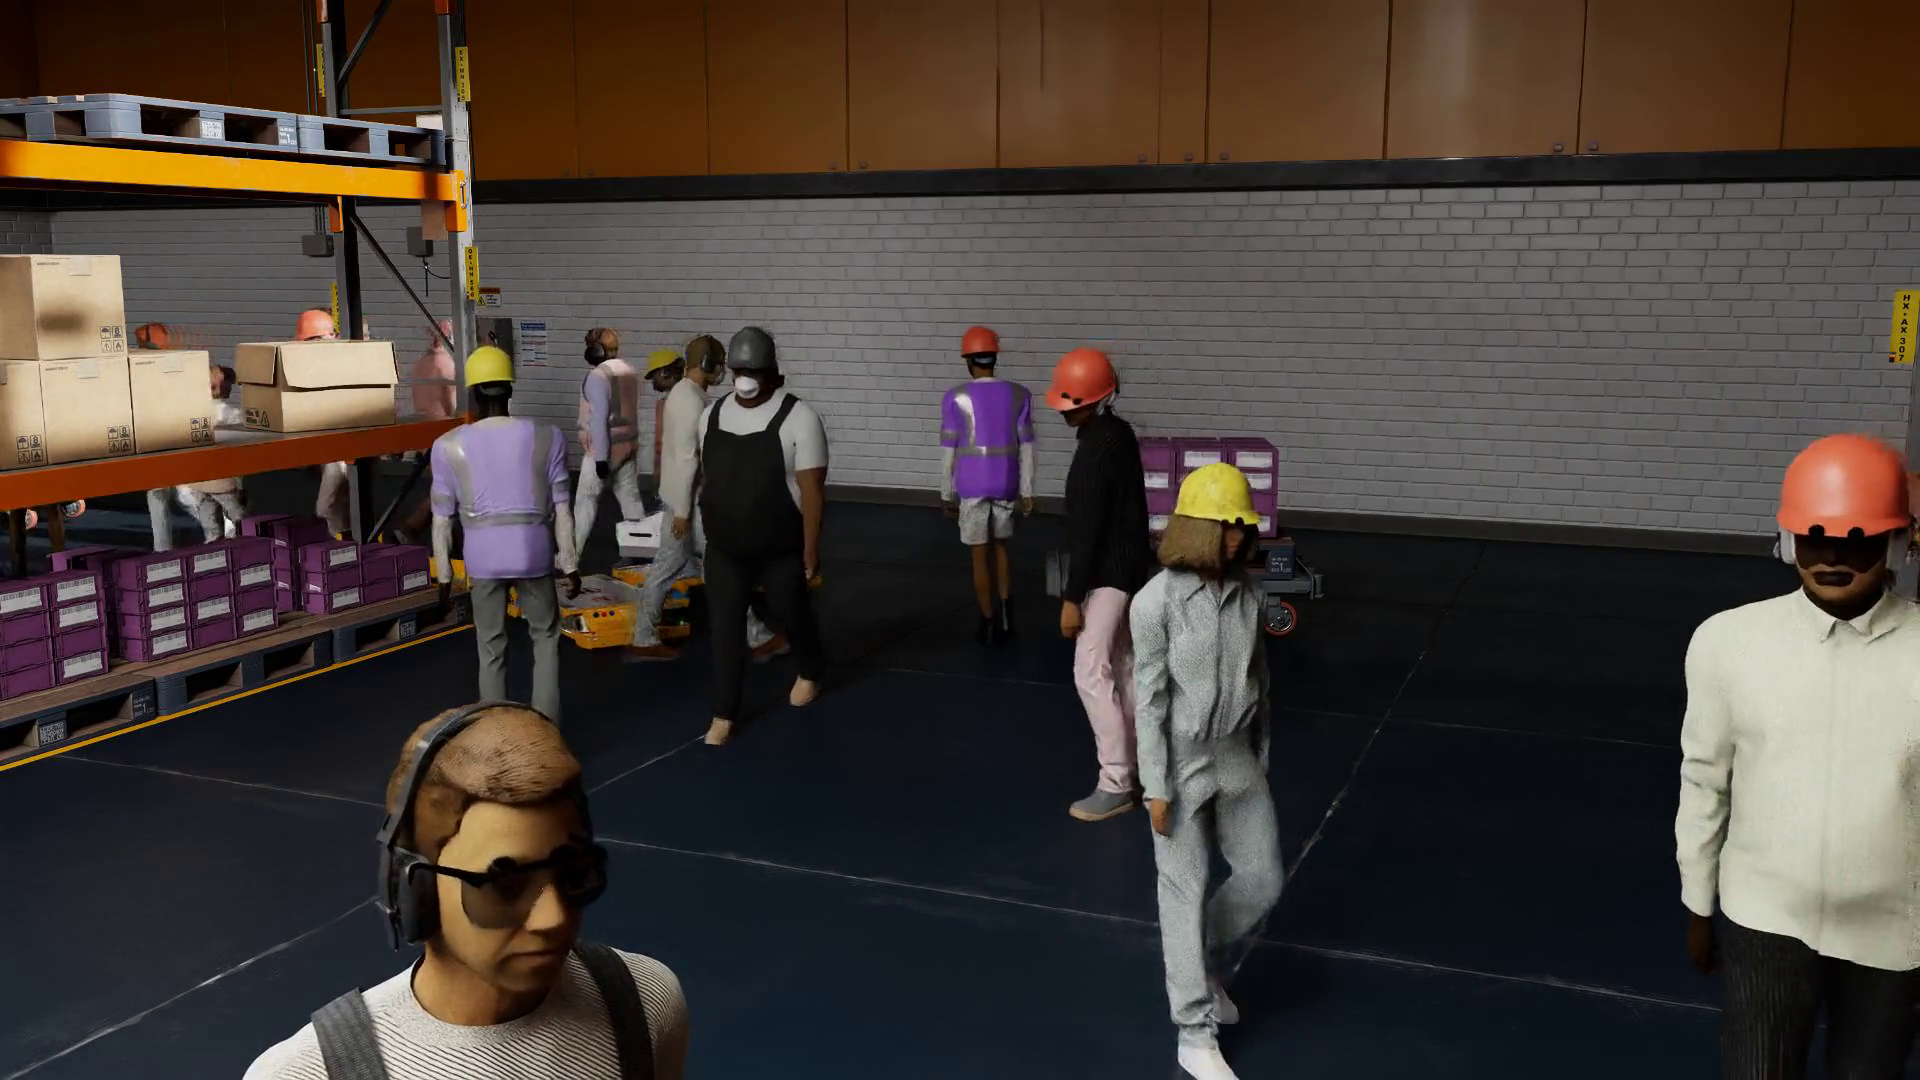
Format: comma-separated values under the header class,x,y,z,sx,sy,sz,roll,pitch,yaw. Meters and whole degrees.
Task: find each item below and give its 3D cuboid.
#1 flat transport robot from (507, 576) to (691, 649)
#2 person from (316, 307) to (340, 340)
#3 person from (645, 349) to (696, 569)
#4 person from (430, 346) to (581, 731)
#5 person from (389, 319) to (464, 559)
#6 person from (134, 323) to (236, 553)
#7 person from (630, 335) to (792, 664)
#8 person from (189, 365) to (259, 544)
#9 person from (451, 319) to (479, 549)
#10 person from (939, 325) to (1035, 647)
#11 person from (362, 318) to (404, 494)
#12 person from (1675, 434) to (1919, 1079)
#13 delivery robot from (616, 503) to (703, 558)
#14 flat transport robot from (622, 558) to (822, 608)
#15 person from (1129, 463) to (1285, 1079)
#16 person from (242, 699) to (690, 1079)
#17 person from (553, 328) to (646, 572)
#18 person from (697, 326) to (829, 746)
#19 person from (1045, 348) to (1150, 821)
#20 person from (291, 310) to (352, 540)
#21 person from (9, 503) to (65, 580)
class,x,y,z,sx,sy,sz,roll,pitch,yaw
flat transport robot,-2.309,0.425,10.416,0.652,0.197,1.431,-7,12,-36
person,-5.487,-1.074,14.559,0.408,1.908,0.643,-2,10,-12
person,-1.775,-0.407,11.094,0.435,1.721,0.670,-9,13,-43
person,-2.035,0.090,7.471,0.637,1.917,0.439,-2,10,-14
person,-4.021,-0.723,12.566,0.734,1.872,0.669,-9,13,-43
person,-5.758,-0.679,12.330,0.747,1.861,0.631,0,9,2
person,-1.443,-0.220,9.459,0.981,1.873,0.629,-3,10,-16
person,-4.880,-0.345,11.003,0.517,1.623,0.367,3,10,19
person,-3.778,-0.816,13.014,0.433,1.909,0.628,2,10,15
person,0.143,-0.318,9.957,0.556,1.913,0.459,-3,10,-19
person,-4.584,-0.762,12.721,0.632,1.880,0.675,8,12,39
person,1.780,0.747,3.403,0.606,1.952,1.018,5,10,27
delivery robot,-2.117,-0.027,12.012,0.707,0.478,0.477,3,10,17
flat transport robot,-1.708,0.264,11.393,1.431,0.197,0.652,-9,13,-43
person,0.694,0.646,4.650,0.504,1.737,0.449,-6,11,-30
person,-0.473,1.069,1.758,0.345,1.846,0.508,9,13,43
person,-2.690,-0.645,12.230,0.882,1.809,0.659,3,10,16
person,-0.956,-0.090,8.184,0.681,2.000,0.998,3,10,16
person,0.617,0.163,6.981,0.394,1.949,0.776,3,10,20
person,-4.313,-0.594,11.448,0.463,1.968,0.649,-8,13,-42
person,-6.519,-0.610,11.651,0.552,1.937,0.356,-4,10,-23
